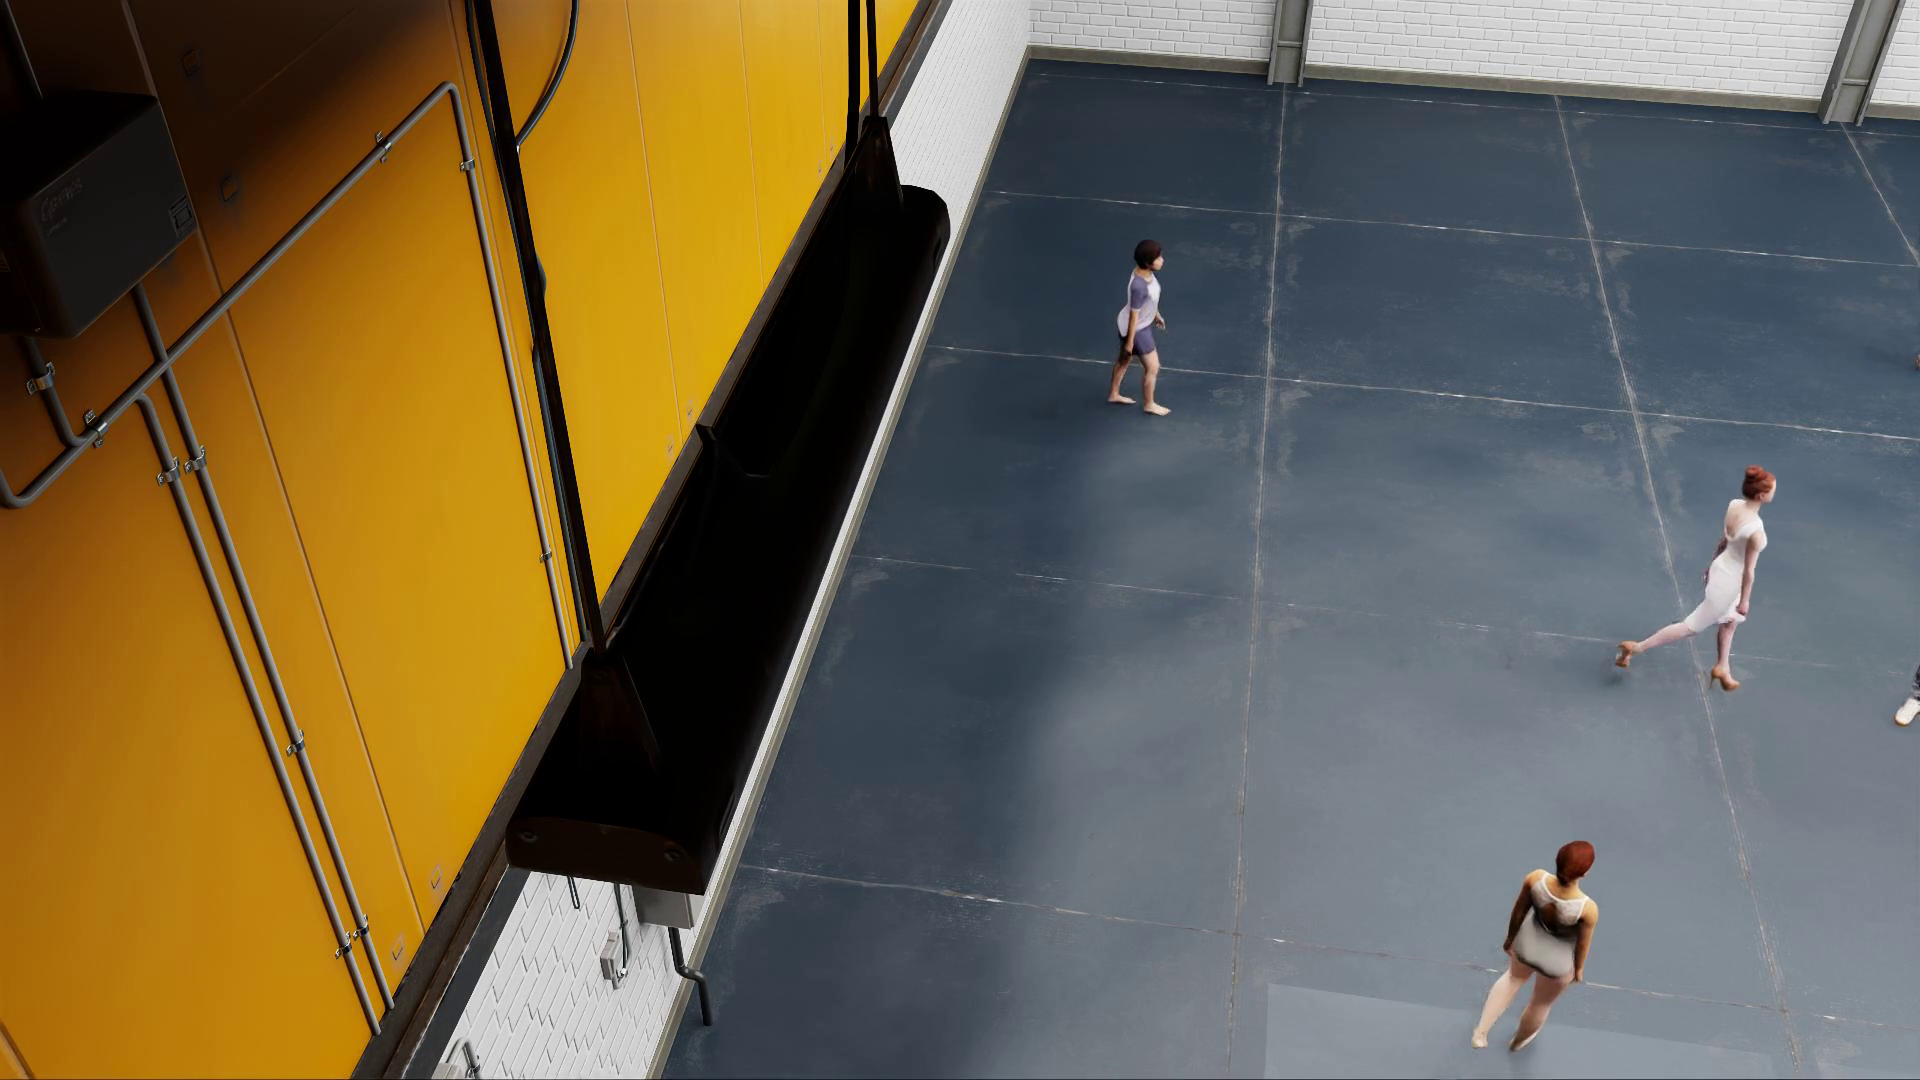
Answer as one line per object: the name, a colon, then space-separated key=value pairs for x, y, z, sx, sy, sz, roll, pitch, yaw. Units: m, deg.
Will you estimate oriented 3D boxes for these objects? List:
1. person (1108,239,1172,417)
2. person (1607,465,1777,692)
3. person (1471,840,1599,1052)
person: x=1.347 y=-1.720 z=13.352 sx=0.751 sy=1.546 sz=0.591 roll=3 pitch=39 yaw=3
person: x=4.781 y=0.302 z=10.653 sx=1.092 sy=1.754 sz=0.585 roll=6 pitch=39 yaw=7
person: x=2.931 y=2.139 z=8.451 sx=0.822 sy=1.631 sz=0.781 roll=-31 pitch=48 yaw=-32
